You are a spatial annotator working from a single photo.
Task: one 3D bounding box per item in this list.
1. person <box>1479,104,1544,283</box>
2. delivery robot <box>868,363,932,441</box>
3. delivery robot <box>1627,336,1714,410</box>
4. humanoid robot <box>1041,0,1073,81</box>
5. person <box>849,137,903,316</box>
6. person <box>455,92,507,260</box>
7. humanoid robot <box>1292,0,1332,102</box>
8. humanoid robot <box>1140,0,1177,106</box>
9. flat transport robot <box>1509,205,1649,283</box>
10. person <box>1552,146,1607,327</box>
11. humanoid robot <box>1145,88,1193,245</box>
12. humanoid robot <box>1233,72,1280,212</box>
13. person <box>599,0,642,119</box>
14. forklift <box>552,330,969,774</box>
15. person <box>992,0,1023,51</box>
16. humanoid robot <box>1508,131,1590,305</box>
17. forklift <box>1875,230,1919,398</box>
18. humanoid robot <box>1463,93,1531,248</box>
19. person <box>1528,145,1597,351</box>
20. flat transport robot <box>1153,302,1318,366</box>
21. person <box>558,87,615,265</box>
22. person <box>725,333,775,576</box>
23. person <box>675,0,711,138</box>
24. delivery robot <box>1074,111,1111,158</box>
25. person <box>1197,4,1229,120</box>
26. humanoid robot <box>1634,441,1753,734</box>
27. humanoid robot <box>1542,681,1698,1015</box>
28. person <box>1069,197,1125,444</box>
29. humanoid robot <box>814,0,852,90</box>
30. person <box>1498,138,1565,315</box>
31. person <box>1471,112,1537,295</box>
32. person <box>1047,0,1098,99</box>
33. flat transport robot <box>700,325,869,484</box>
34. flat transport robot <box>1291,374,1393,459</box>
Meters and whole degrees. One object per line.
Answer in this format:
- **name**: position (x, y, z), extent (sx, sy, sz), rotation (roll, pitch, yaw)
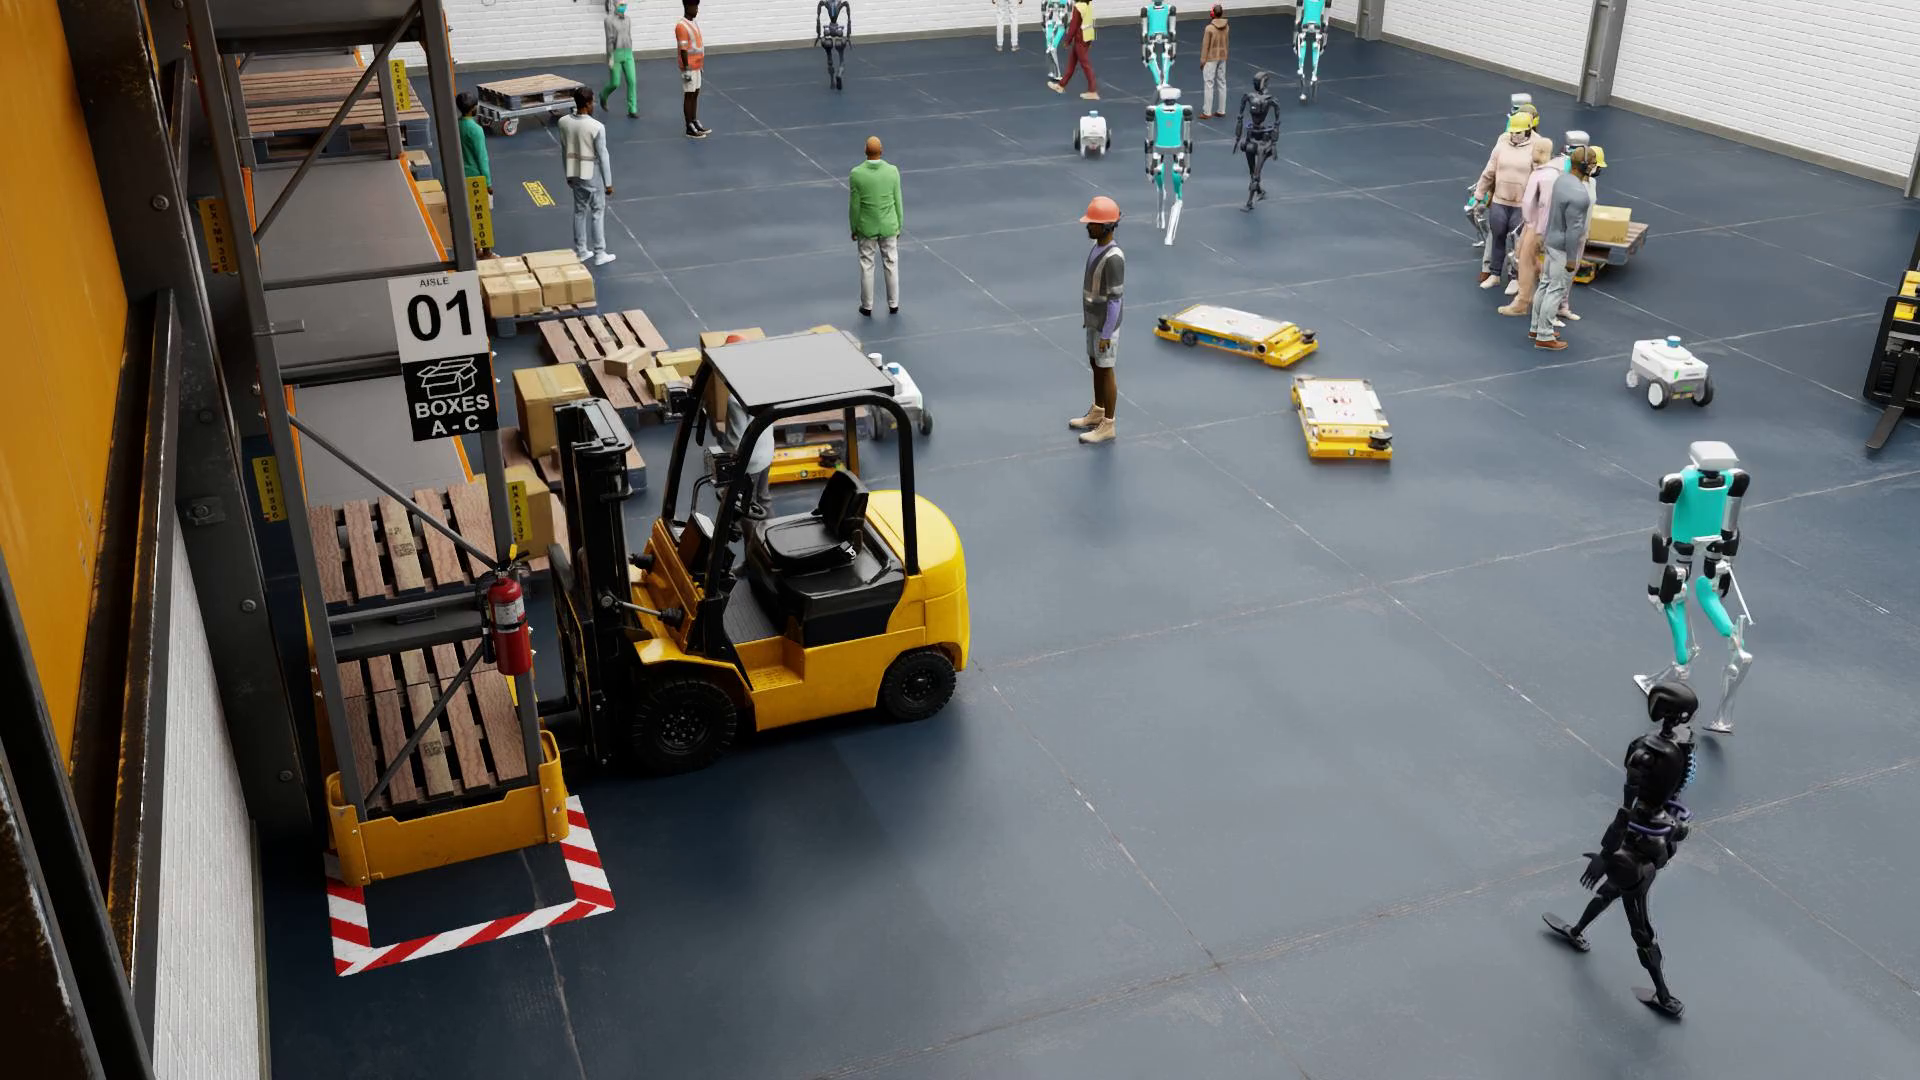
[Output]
- **person**: position (5.785, -3.611, 17.384), extent (0.552, 1.877, 0.402), rotation (9, 28, 17)
- **delivery robot**: position (-0.551, -1.185, 14.034), extent (0.499, 0.601, 0.783), rotation (-7, 28, -13)
- **delivery robot**: position (6.236, -1.497, 14.631), extent (0.499, 0.581, 0.767), rotation (-5, 27, -10)
- **humanoid robot**: position (1.504, -8.334, 26.931), extent (0.598, 1.776, 0.871), rotation (10, 28, 19)
- **person**: position (-0.827, -3.095, 16.459), extent (0.534, 1.784, 0.383), rotation (-5, 27, -11)
- **person**: position (-5.268, -3.903, 18.002), extent (0.496, 1.843, 0.404), rotation (20, 33, 34)
- **humanoid robot**: position (5.314, -7.449, 25.254), extent (0.540, 1.862, 0.748), rotation (4, 27, 8)
- **humanoid robot**: position (2.951, -7.062, 24.395), extent (0.613, 1.772, 0.854), rotation (0, 27, 0)
- **flat transport robot**: position (6.733, -3.110, 18.174), extent (0.659, 0.231, 1.431), rotation (16, 31, 29)
- **person**: position (6.010, -2.964, 16.229), extent (0.530, 1.760, 0.339), rotation (-24, 35, -39)
- **humanoid robot**: position (2.370, -4.299, 18.943), extent (0.555, 1.805, 0.900), rotation (4, 27, 7)
- **humanoid robot**: position (3.606, -4.839, 20.100), extent (0.606, 1.627, 0.783), rotation (19, 32, 33)
- **person**: position (-5.047, -7.151, 24.490), extent (0.727, 1.824, 0.507), rotation (24, 35, 39)
- **forklift**: position (-1.094, 0.010, 9.831), extent (2.313, 2.155, 1.214), rotation (-10, 28, -20)
- **person**: position (0.830, -9.571, 29.230), extent (0.574, 1.883, 0.356), rotation (1, 27, 2)
- **humanoid robot**: position (5.849, -3.227, 16.731), extent (0.751, 1.742, 0.531), rotation (-2, 27, -4)
- **forklift**: position (9.029, -2.397, 14.618), extent (1.214, 2.155, 2.313), rotation (18, 32, 32)
- **humanoid robot**: position (5.828, -4.001, 18.335), extent (0.715, 1.808, 0.539), rotation (2, 27, 4)
- **person**: position (5.651, -2.735, 15.586), extent (0.368, 1.931, 0.628), rotation (1, 27, 2)
- **flat transport robot**: position (2.634, -1.977, 15.920), extent (1.431, 0.231, 0.659), rotation (20, 33, 34)
- **person**: position (-4.026, -3.920, 17.968), extent (0.596, 1.906, 0.408), rotation (12, 29, 23)
- **person**: position (-1.471, -0.580, 11.529), extent (0.346, 1.716, 0.571), rotation (8, 28, 16)
- **person**: position (-3.763, -6.662, 23.361), extent (0.368, 1.958, 0.601), rotation (4, 27, 7)
- **delivery robot**: position (1.814, -5.559, 22.700), extent (0.499, 0.571, 0.756), rotation (1, 27, 2)
- **person**: position (3.743, -7.012, 24.404), extent (0.458, 1.645, 0.308), rotation (-15, 30, -27)
- **humanoid robot**: position (4.377, 0.367, 9.674), extent (0.536, 1.777, 1.014), rotation (-4, 27, -9)
- **humanoid robot**: position (3.143, 1.388, 7.719), extent (0.603, 1.631, 0.792), rotation (-21, 34, -36)
- **person**: position (1.133, -1.790, 13.578), extent (0.375, 2.043, 0.606), rotation (-5, 27, -9)
- **humanoid robot**: position (-2.020, -7.933, 26.216), extent (0.609, 1.643, 0.555), rotation (1, 27, 2)
- **person**: position (5.763, -3.097, 16.485), extent (0.531, 1.758, 0.575), rotation (5, 27, 10)
- **person**: position (5.710, -3.489, 17.165), extent (0.811, 1.855, 0.435), rotation (20, 33, 34)
- **person**: position (1.775, -7.720, 25.724), extent (0.908, 1.724, 0.474), rotation (10, 28, 19)
- **flat transport robot**: position (-1.432, -0.850, 13.678), extent (0.659, 0.231, 1.431), rotation (-7, 28, -14)
- **flat transport robot**: position (3.215, -1.052, 14.081), extent (0.659, 0.231, 1.431), rotation (2, 27, 3)
